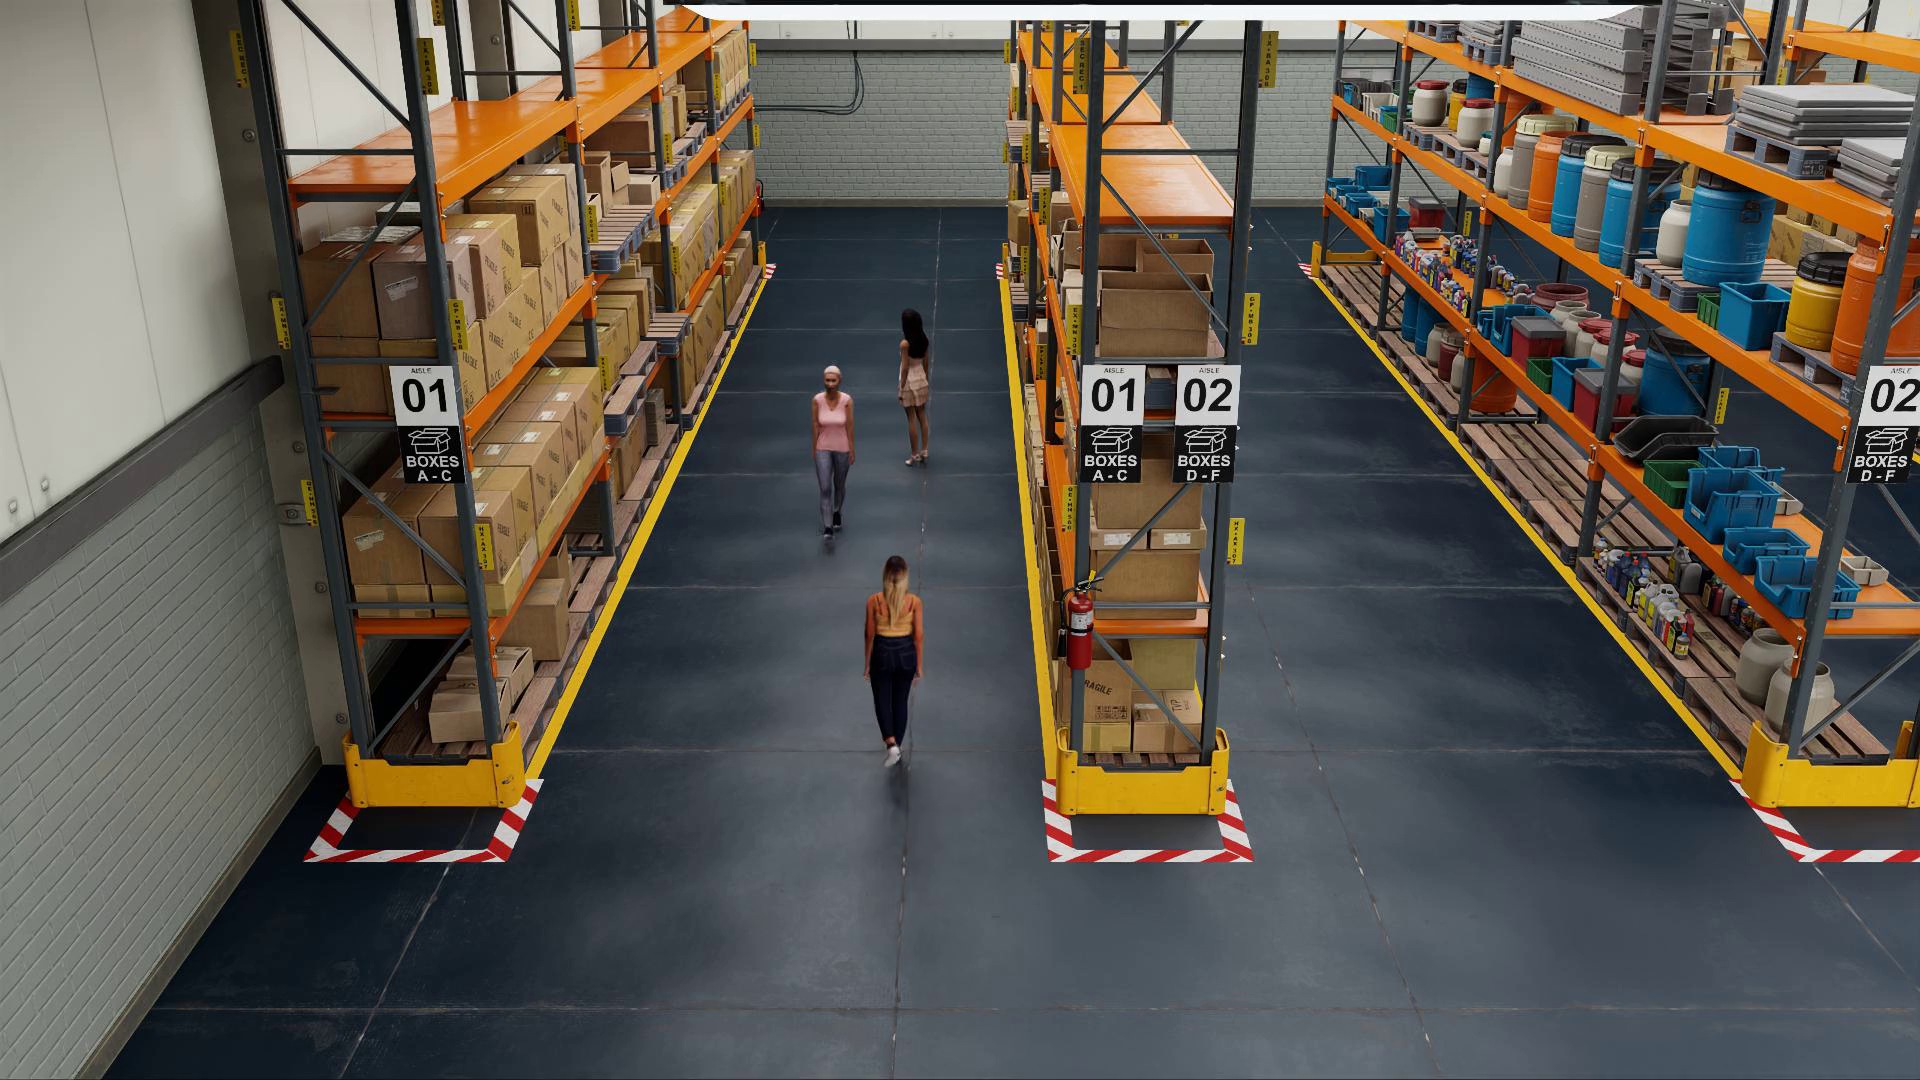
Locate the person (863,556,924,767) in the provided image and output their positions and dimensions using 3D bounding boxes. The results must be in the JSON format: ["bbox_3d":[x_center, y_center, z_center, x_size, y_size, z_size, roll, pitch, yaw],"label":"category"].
[{"bbox_3d":[-0.469,0.906,11.837,0.622,1.621,0.827,-2,22,-4],"label":"person"}]

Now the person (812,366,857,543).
[{"bbox_3d":[-1.220,-0.871,16.095,0.623,1.687,1.101,-2,22,-4],"label":"person"}]

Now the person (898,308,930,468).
[{"bbox_3d":[-0.486,-1.639,17.907,0.715,1.737,0.653,20,30,40],"label":"person"}]
